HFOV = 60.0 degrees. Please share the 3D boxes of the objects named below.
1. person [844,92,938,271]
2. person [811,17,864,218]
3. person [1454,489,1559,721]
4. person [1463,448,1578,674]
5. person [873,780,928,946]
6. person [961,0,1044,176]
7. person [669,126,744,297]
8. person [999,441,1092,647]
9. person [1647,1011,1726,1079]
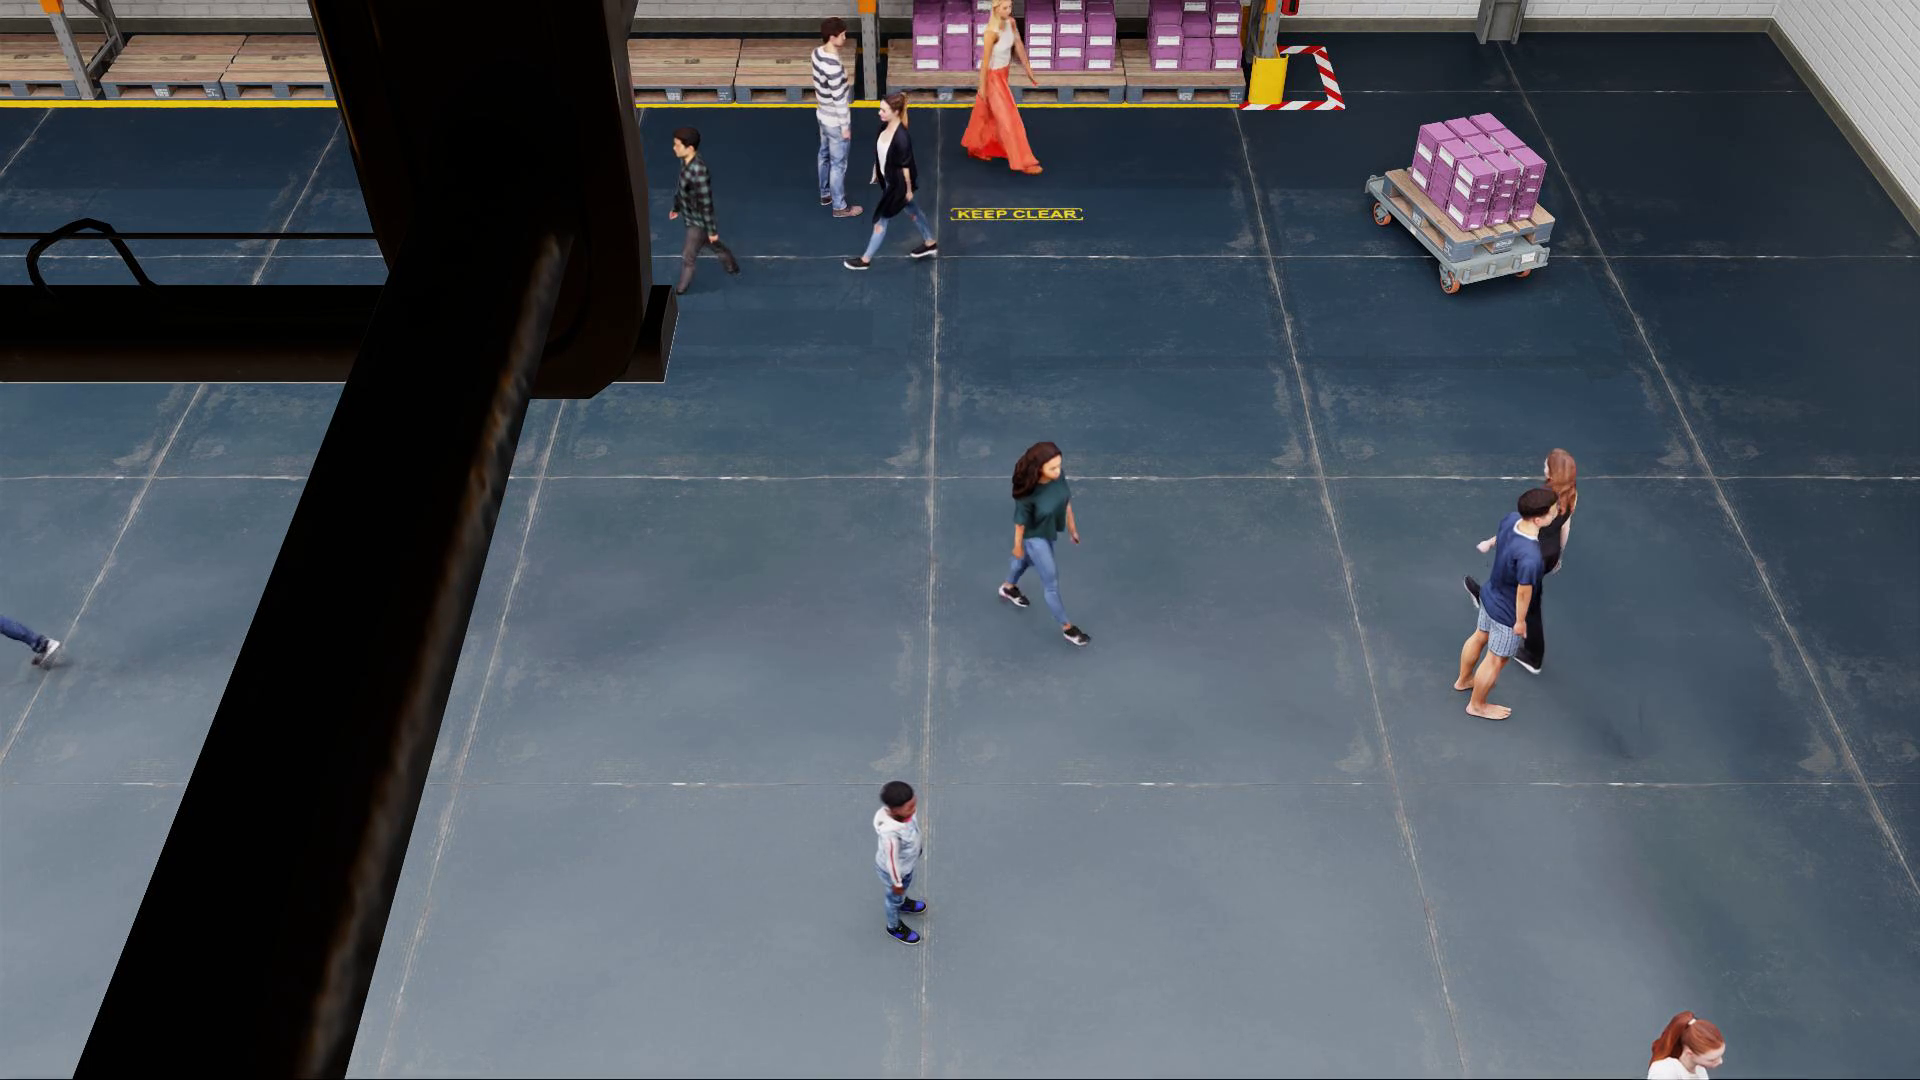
[{"bbox_3d":[-0.460,-3.073,14.308,1.204,1.631,0.921,-16,46,-16],"label":"person"},{"bbox_3d":[-1.145,-3.788,14.903,0.695,1.846,0.722,-19,47,-19],"label":"person"},{"bbox_3d":[3.451,0.388,10.518,0.575,1.850,0.628,-3,44,-4],"label":"person"},{"bbox_3d":[3.802,0.199,10.823,1.073,1.702,1.023,-24,49,-23],"label":"person"},{"bbox_3d":[-0.356,1.801,9.461,0.531,1.261,0.509,7,44,7],"label":"person"},{"bbox_3d":[0.250,-4.271,15.472,1.244,1.762,1.003,19,47,18],"label":"person"},{"bbox_3d":[-2.164,-2.775,14.209,1.146,1.679,0.868,-11,45,-11],"label":"person"},{"bbox_3d":[0.483,-0.069,11.196,1.127,1.574,1.022,30,51,28],"label":"person"},{"bbox_3d":[3.331,2.808,8.058,0.698,1.739,0.662,27,50,25],"label":"person"}]
